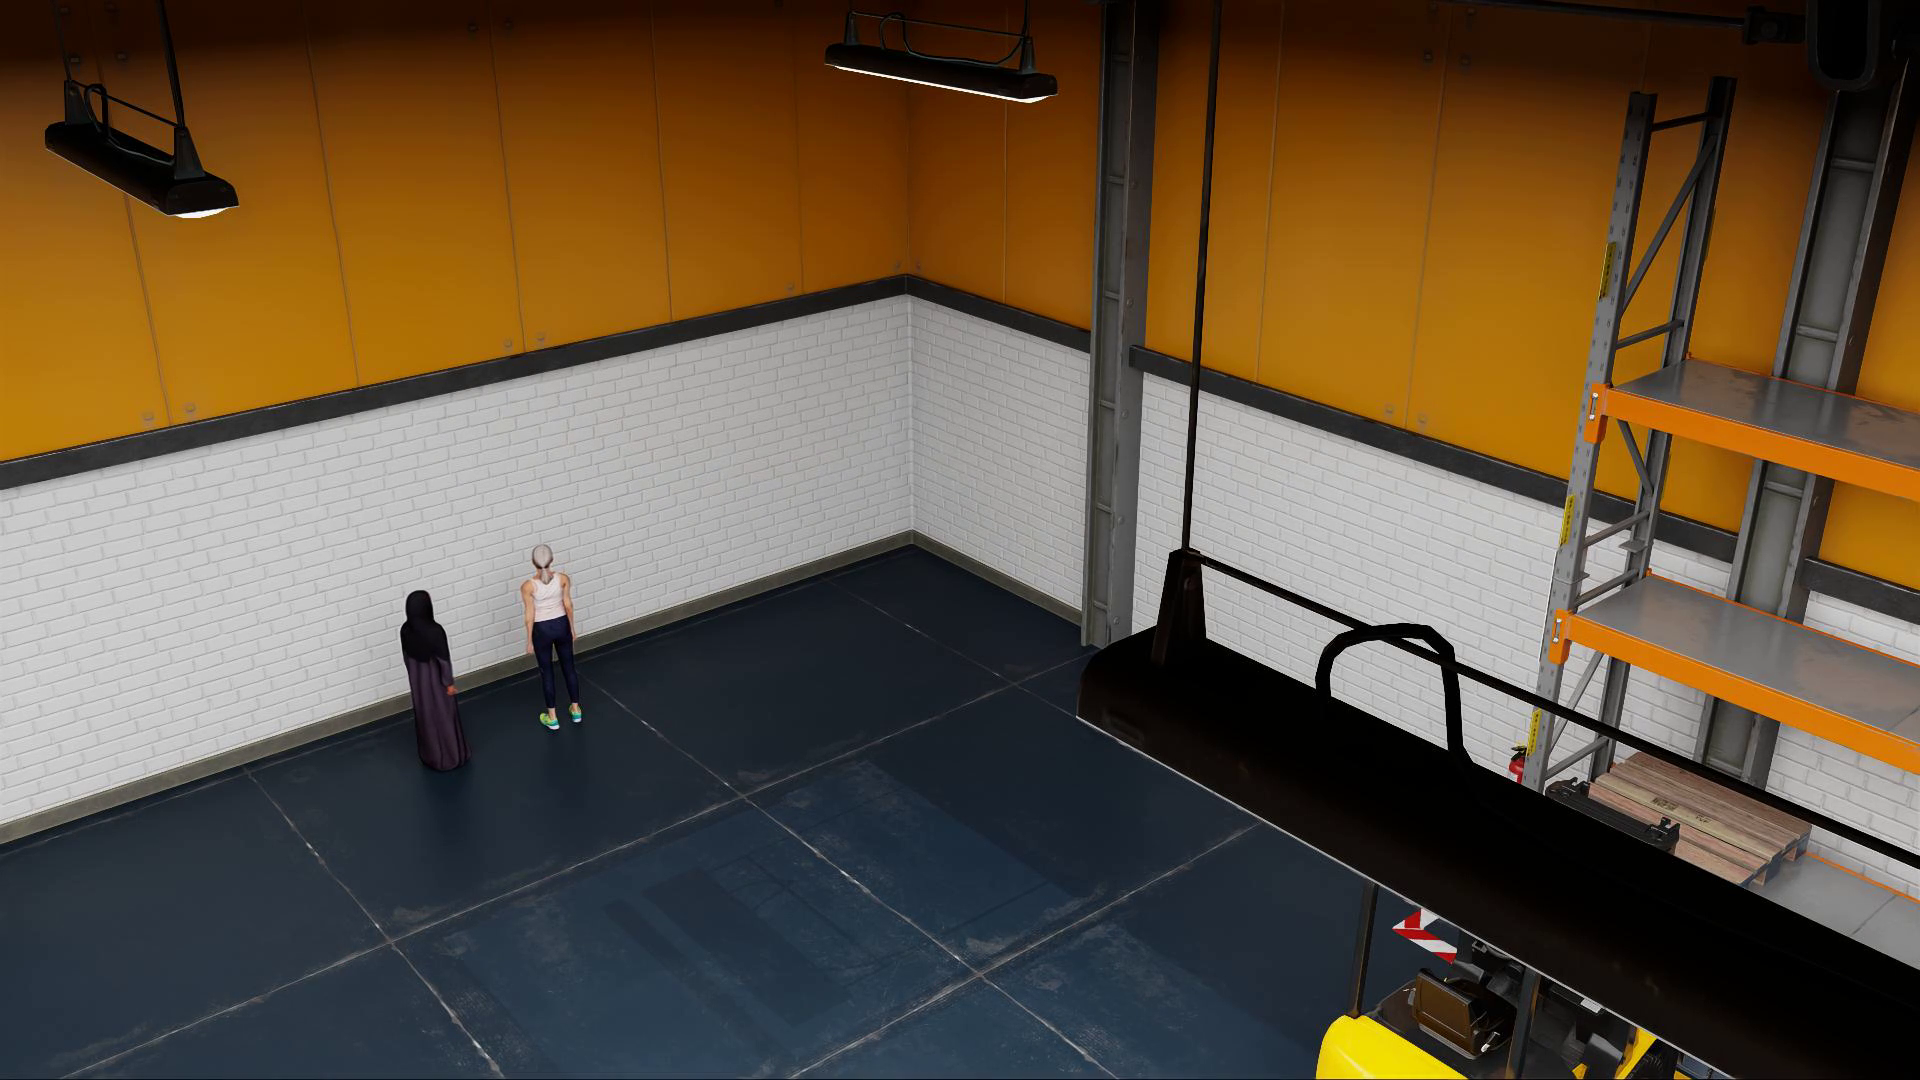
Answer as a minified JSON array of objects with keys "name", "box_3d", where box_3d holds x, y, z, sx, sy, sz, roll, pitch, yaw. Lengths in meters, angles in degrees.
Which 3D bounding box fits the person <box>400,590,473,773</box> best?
[{"name":"person","box_3d":[-4.421,1.152,13.888,0.654,1.615,0.756,11,26,23]}]

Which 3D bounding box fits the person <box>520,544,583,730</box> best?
[{"name":"person","box_3d":[-3.565,0.832,14.511,0.627,1.701,0.563,-14,27,-30]}]
